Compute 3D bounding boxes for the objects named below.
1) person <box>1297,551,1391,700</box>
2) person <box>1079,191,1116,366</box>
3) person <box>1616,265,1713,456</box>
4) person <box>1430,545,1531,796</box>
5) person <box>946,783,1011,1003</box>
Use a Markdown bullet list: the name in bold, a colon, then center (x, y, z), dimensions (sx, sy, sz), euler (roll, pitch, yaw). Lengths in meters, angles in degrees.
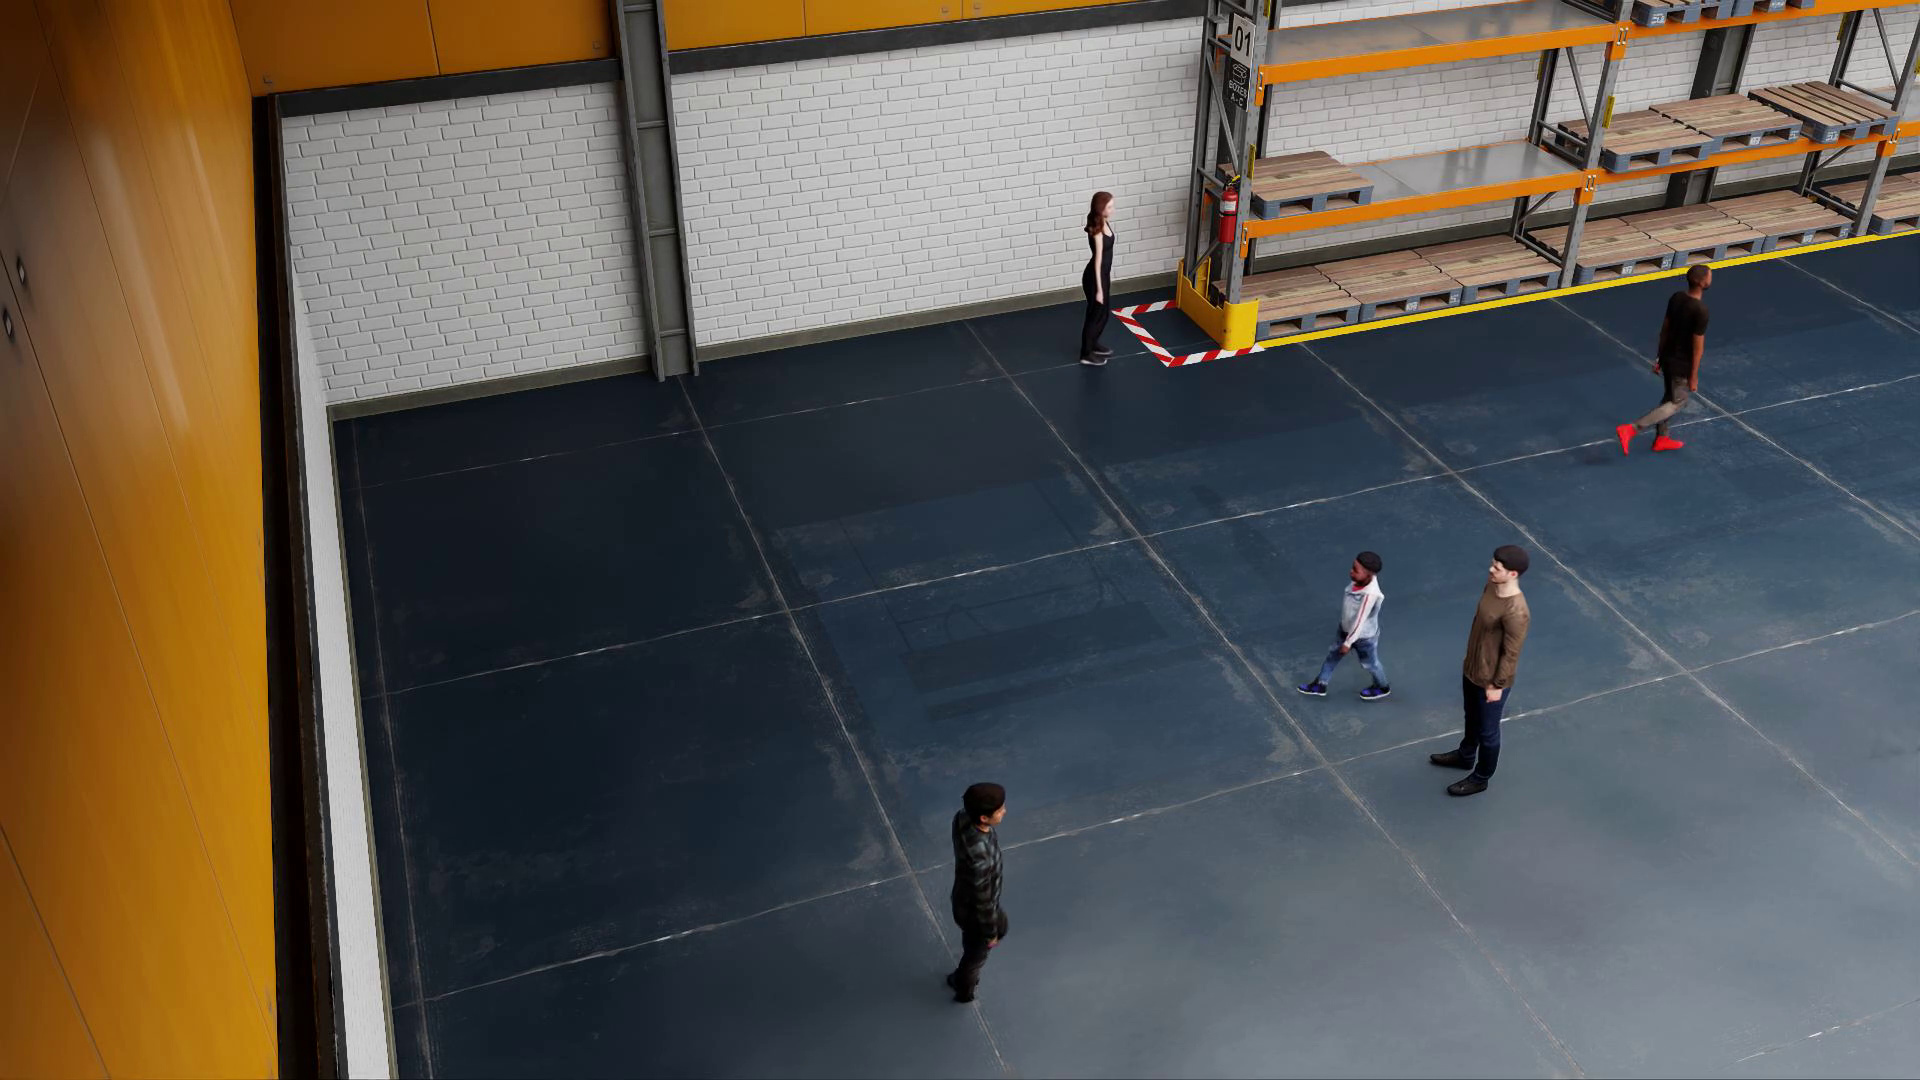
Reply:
- **person**: center (2.844, 0.626, 11.598), dimensions (0.923, 1.231, 0.612), euler (-3, 34, -4)
- **person**: center (1.295, -2.501, 15.843), dimensions (0.691, 1.739, 0.672), euler (7, 34, 11)
- **person**: center (6.091, -1.497, 14.290), dimensions (1.033, 1.787, 0.761), euler (-6, 34, -9)
- **person**: center (3.412, 0.824, 10.708), dimensions (0.645, 1.887, 0.703), euler (-3, 34, -5)
- **person**: center (0.027, 2.018, 9.295), dimensions (0.692, 1.704, 0.763), euler (-3, 34, -5)
